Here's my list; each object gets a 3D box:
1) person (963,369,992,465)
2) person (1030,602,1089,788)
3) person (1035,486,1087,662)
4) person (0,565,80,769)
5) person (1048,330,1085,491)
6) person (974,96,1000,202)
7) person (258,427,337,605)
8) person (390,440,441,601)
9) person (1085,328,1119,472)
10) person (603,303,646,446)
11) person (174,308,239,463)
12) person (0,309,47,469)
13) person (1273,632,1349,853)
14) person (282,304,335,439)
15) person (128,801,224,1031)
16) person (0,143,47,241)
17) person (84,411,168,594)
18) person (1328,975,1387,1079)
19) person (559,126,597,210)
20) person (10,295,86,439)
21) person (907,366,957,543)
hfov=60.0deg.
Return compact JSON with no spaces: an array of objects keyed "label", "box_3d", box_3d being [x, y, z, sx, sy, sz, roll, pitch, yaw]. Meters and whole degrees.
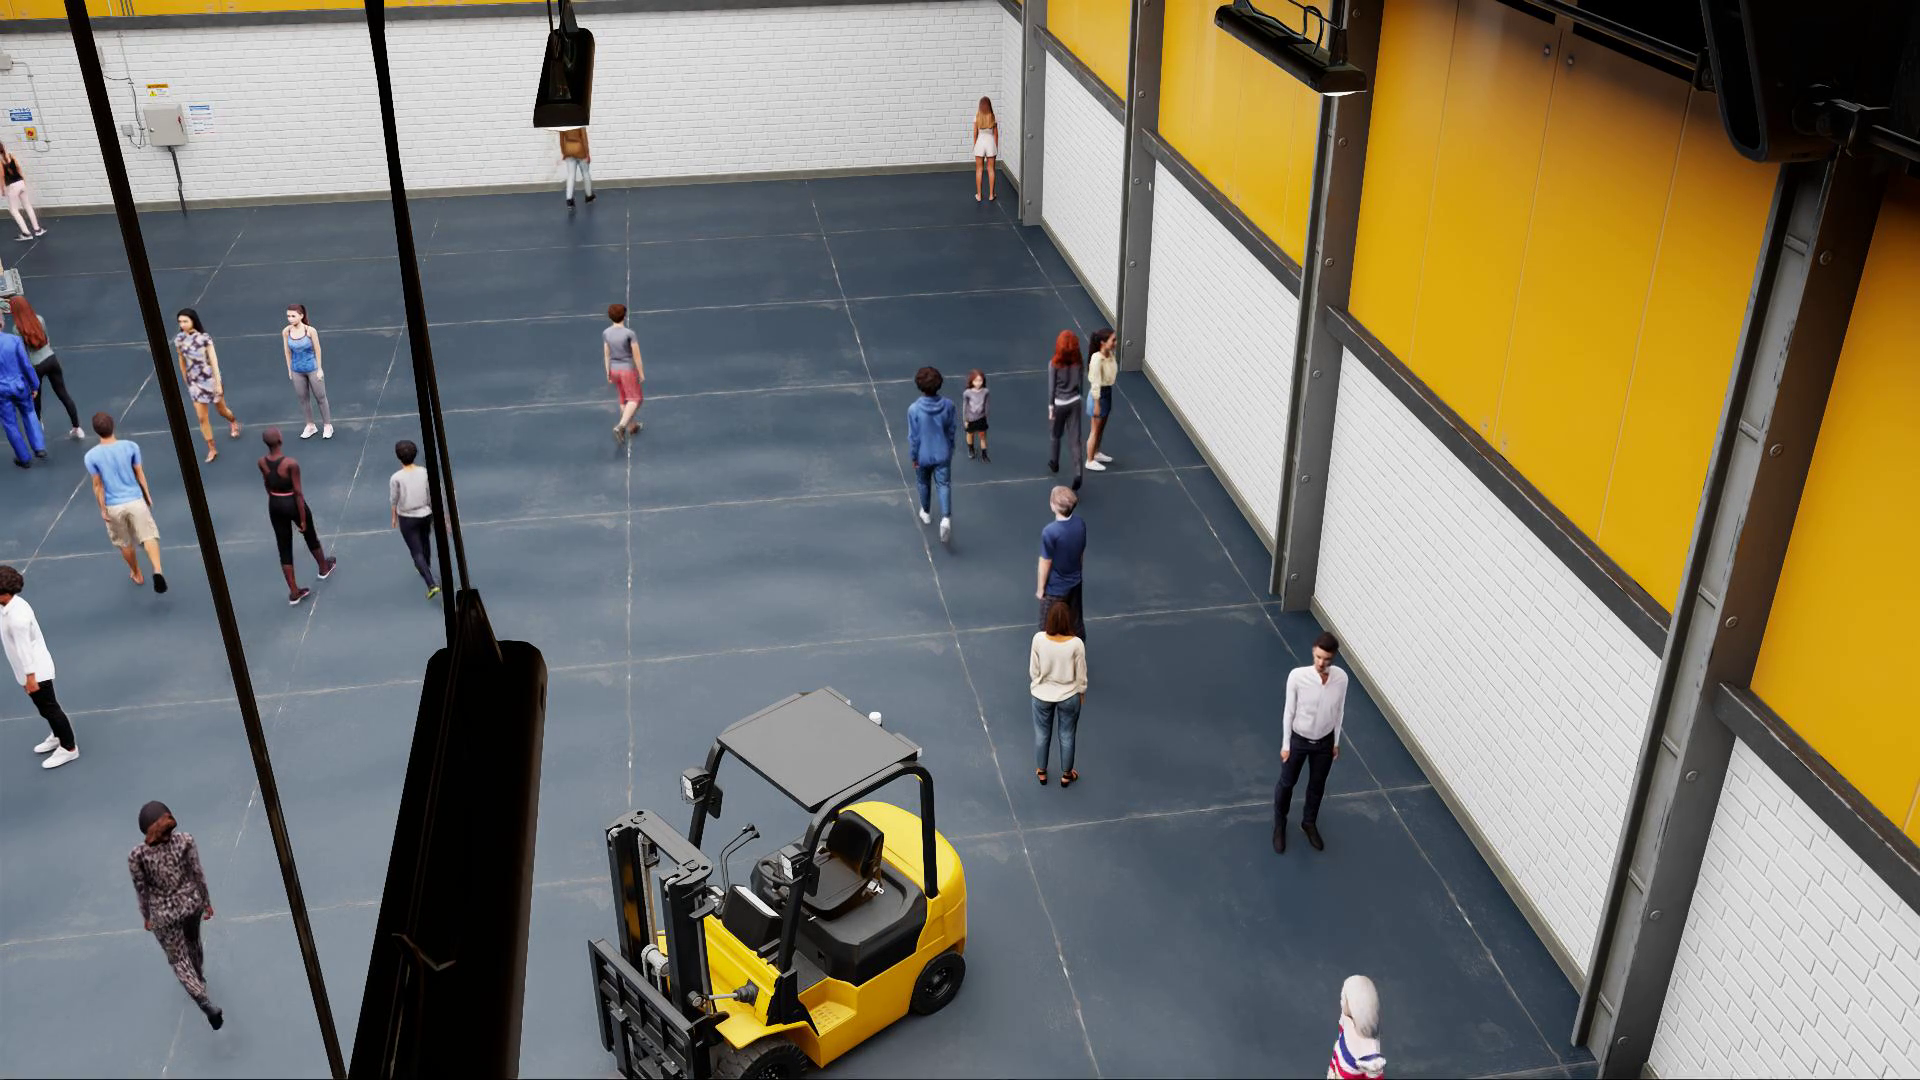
[{"label":"person","box_3d":[0.158,-1.421,18.644,0.504,1.089,0.683,-6,29,-12]},{"label":"person","box_3d":[0.767,1.224,13.174,0.690,1.683,0.678,7,29,13]},{"label":"person","box_3d":[0.900,0.404,14.494,0.775,1.860,0.792,-21,35,-33]},{"label":"person","box_3d":[-7.510,1.000,13.458,0.767,1.805,0.648,-20,35,-32]},{"label":"person","box_3d":[1.160,-1.369,17.863,0.615,1.745,1.138,-6,29,-11]},{"label":"person","box_3d":[0.416,-6.391,27.123,0.606,1.694,0.607,0,29,1]},{"label":"person","box_3d":[-6.402,-0.207,15.742,0.749,1.736,1.073,3,29,5]},{"label":"person","box_3d":[-5.183,-0.182,15.917,0.904,1.525,1.090,-25,38,-38]},{"label":"person","box_3d":[1.551,-1.571,18.354,0.784,1.630,0.667,11,30,19]},{"label":"person","box_3d":[-3.835,-1.859,18.873,0.862,1.637,1.057,8,30,14]},{"label":"person","box_3d":[-8.437,-1.782,18.651,0.643,1.717,1.012,-2,29,-3]},{"label":"person","box_3d":[-10.406,-1.636,18.282,0.821,1.813,0.800,-17,33,-29]},{"label":"person","box_3d":[2.634,1.480,12.510,0.642,1.870,0.623,-1,29,-2]},{"label":"person","box_3d":[-7.485,-1.941,19.052,0.605,1.610,0.597,1,29,1]},{"label":"person","box_3d":[-5.106,2.470,10.877,0.915,1.696,1.121,-21,35,-34]},{"label":"person","box_3d":[-14.394,-5.384,25.444,0.837,1.533,0.647,17,33,28]},{"label":"person","box_3d":[-7.932,-0.319,15.835,0.915,1.844,1.135,-19,34,-31]},{"label":"person","box_3d":[2.308,3.245,9.375,0.863,1.773,0.552,-10,30,-18]},{"label":"person","box_3d":[-6.187,-6.160,26.604,0.879,1.786,1.171,3,29,6]},{"label":"person","box_3d":[-10.384,-1.929,18.948,1.152,1.689,1.133,16,33,27]},{"label":"person","box_3d":[-0.262,-0.853,16.881,0.663,1.779,1.073,-3,29,-6]}]
